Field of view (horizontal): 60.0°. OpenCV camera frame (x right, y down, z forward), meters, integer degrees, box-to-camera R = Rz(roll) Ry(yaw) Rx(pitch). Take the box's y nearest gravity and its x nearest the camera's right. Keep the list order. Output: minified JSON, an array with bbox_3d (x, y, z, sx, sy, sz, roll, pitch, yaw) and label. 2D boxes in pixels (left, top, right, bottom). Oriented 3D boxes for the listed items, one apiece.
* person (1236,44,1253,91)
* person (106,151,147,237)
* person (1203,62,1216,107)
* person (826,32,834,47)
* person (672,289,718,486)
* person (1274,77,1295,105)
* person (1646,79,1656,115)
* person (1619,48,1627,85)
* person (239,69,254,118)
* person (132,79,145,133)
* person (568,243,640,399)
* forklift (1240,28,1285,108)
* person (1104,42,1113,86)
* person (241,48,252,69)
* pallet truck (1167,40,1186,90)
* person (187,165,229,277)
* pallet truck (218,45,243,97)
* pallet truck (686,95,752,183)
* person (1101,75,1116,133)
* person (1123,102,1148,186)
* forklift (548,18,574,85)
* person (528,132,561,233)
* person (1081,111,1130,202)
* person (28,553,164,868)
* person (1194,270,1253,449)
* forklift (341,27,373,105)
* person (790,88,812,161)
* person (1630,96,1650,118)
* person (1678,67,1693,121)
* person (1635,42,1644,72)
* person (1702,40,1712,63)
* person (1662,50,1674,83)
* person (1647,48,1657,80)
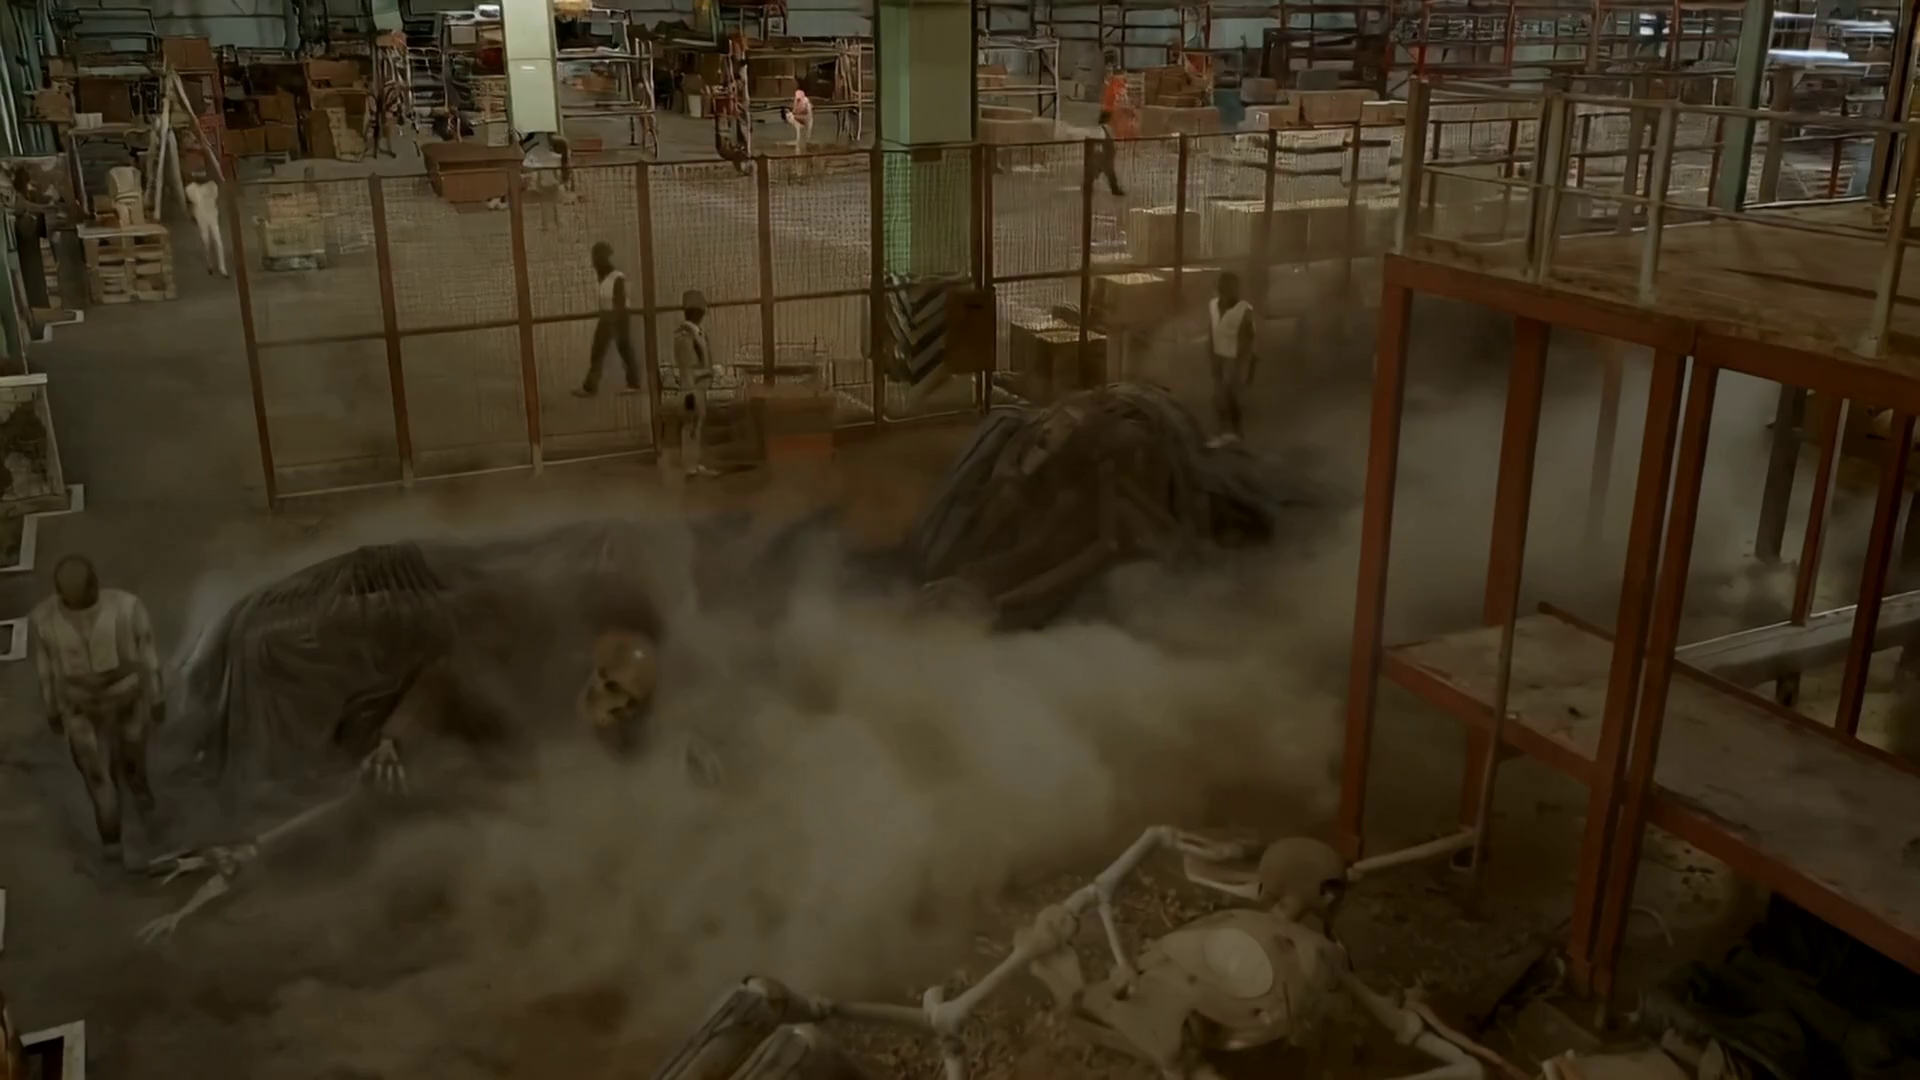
[{"bbox_3d":[11.923,-19.672,69.200,1.047,1.884,0.646,-10,21,-26],"label":"person"},{"bbox_3d":[-14.753,-5.947,29.478,0.429,1.842,0.632,16,25,39],"label":"person"},{"bbox_3d":[9.027,-16.373,59.962,0.386,1.662,0.676,-18,26,-41],"label":"person"},{"bbox_3d":[-6.206,-23.103,79.011,0.608,1.974,0.623,-1,19,-3],"label":"person"},{"bbox_3d":[-2.635,-1.518,16.494,0.397,1.939,0.602,1,19,2],"label":"person"},{"bbox_3d":[9.276,-12.203,47.461,0.641,1.942,0.558,14,23,35],"label":"person"},{"bbox_3d":[23.034,-14.906,55.785,0.576,1.611,0.456,18,26,42],"label":"person"},{"bbox_3d":[28.027,-19.873,70.074,0.421,1.684,0.541,-11,22,-30],"label":"person"},{"bbox_3d":[-24.111,-15.137,56.377,0.531,1.668,0.787,-4,19,-11],"label":"person"},{"bbox_3d":[-25.377,-13.405,51.418,0.523,1.631,0.323,6,20,16],"label":"person"},{"bbox_3d":[-4.207,-2.557,19.606,0.592,1.866,0.975,16,25,38],"label":"person"},{"bbox_3d":[11.218,-17.022,60.015,1.873,2.768,1.129,-9,21,-25],"label":"forklift"},{"bbox_3d":[6.215,-19.782,69.445,0.376,1.933,0.545,7,20,21],"label":"person"},{"bbox_3d":[-27.836,-18.258,65.035,0.386,1.928,0.589,-4,19,-11],"label":"person"},{"bbox_3d":[9.045,-19.971,69.895,0.823,1.965,1.885,-3,19,-8],"label":"pallet truck"},{"bbox_3d":[-12.469,-5.281,27.564,0.541,1.826,0.915,-10,22,-27],"label":"person"},{"bbox_3d":[-28.879,-18.665,66.111,0.823,1.965,1.885,-3,19,-9],"label":"pallet truck"},{"bbox_3d":[-5.836,-9.608,39.856,0.823,1.965,1.885,10,22,27],"label":"pallet truck"},{"bbox_3d":[4.436,-12.940,49.735,0.501,1.861,0.334,14,24,36],"label":"person"},{"bbox_3d":[4.124,-9.272,38.988,0.569,1.923,0.412,0,19,0],"label":"person"},{"bbox_3d":[-17.786,-21.034,71.642,1.873,2.768,1.129,-12,22,-31],"label":"forklift"},{"bbox_3d":[-8.014,-6.910,32.164,0.584,1.918,0.407,-7,20,-19],"label":"person"},{"bbox_3d":[3.162,-8.384,36.243,1.094,2.000,0.687,9,21,25],"label":"person"},{"bbox_3d":[-4.977,0.906,9.661,0.632,1.812,0.861,-8,21,-23],"label":"person"},{"bbox_3d":[2.750,-1.931,17.754,0.841,1.886,0.616,-11,22,-29],"label":"person"},{"bbox_3d":[-22.275,-17.346,60.954,1.873,2.768,1.129,-9,21,-25],"label":"forklift"},{"bbox_3d":[-4.213,-11.026,44.136,0.584,1.884,0.347,2,19,7],"label":"person"},{"bbox_3d":[19.843,-12.358,48.396,0.530,1.605,0.767,-7,20,-20],"label":"person"},{"bbox_3d":[24.297,-14.926,55.635,0.366,1.751,0.551,-11,22,-30],"label":"person"},{"bbox_3d":[28.124,-19.673,68.970,0.385,2.040,0.605,9,21,24],"label":"person"},{"bbox_3d":[36.095,-23.452,80.279,0.884,1.815,0.629,-7,20,-19],"label":"person"},{"bbox_3d":[30.270,-20.210,71.145,0.526,1.619,0.352,-6,20,-17],"label":"person"},{"bbox_3d":[29.237,-19.894,70.155,0.540,1.673,0.630,-9,21,-24],"label":"person"}]
